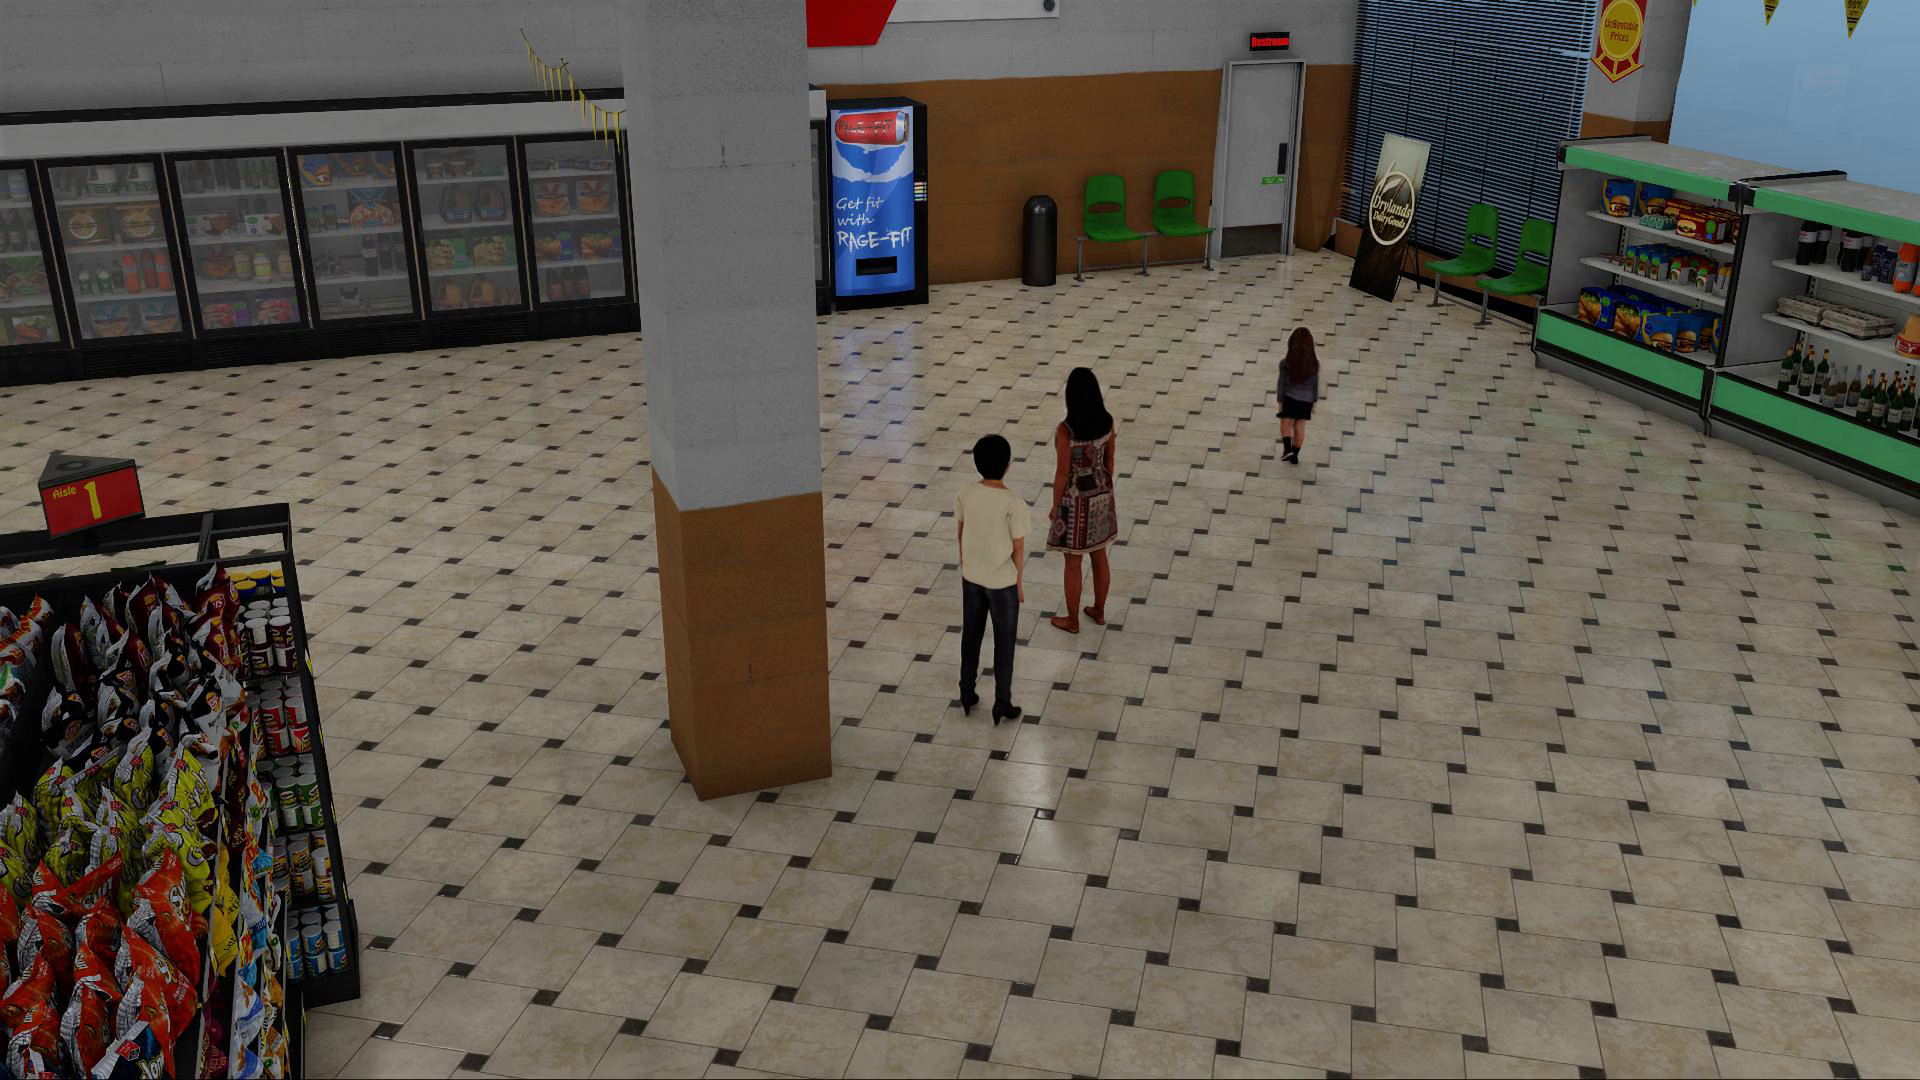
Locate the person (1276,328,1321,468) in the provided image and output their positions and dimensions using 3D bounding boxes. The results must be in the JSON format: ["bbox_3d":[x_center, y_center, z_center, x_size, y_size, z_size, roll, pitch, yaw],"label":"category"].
[{"bbox_3d":[2.612,-1.087,12.820,0.563,1.101,0.621,1,22,2],"label":"person"}]

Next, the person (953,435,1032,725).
[{"bbox_3d":[0.164,0.216,8.934,0.642,1.580,0.729,13,25,30],"label":"person"}]

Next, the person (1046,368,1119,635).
[{"bbox_3d":[0.743,-0.238,9.979,0.695,1.643,0.606,-13,25,-30],"label":"person"}]
